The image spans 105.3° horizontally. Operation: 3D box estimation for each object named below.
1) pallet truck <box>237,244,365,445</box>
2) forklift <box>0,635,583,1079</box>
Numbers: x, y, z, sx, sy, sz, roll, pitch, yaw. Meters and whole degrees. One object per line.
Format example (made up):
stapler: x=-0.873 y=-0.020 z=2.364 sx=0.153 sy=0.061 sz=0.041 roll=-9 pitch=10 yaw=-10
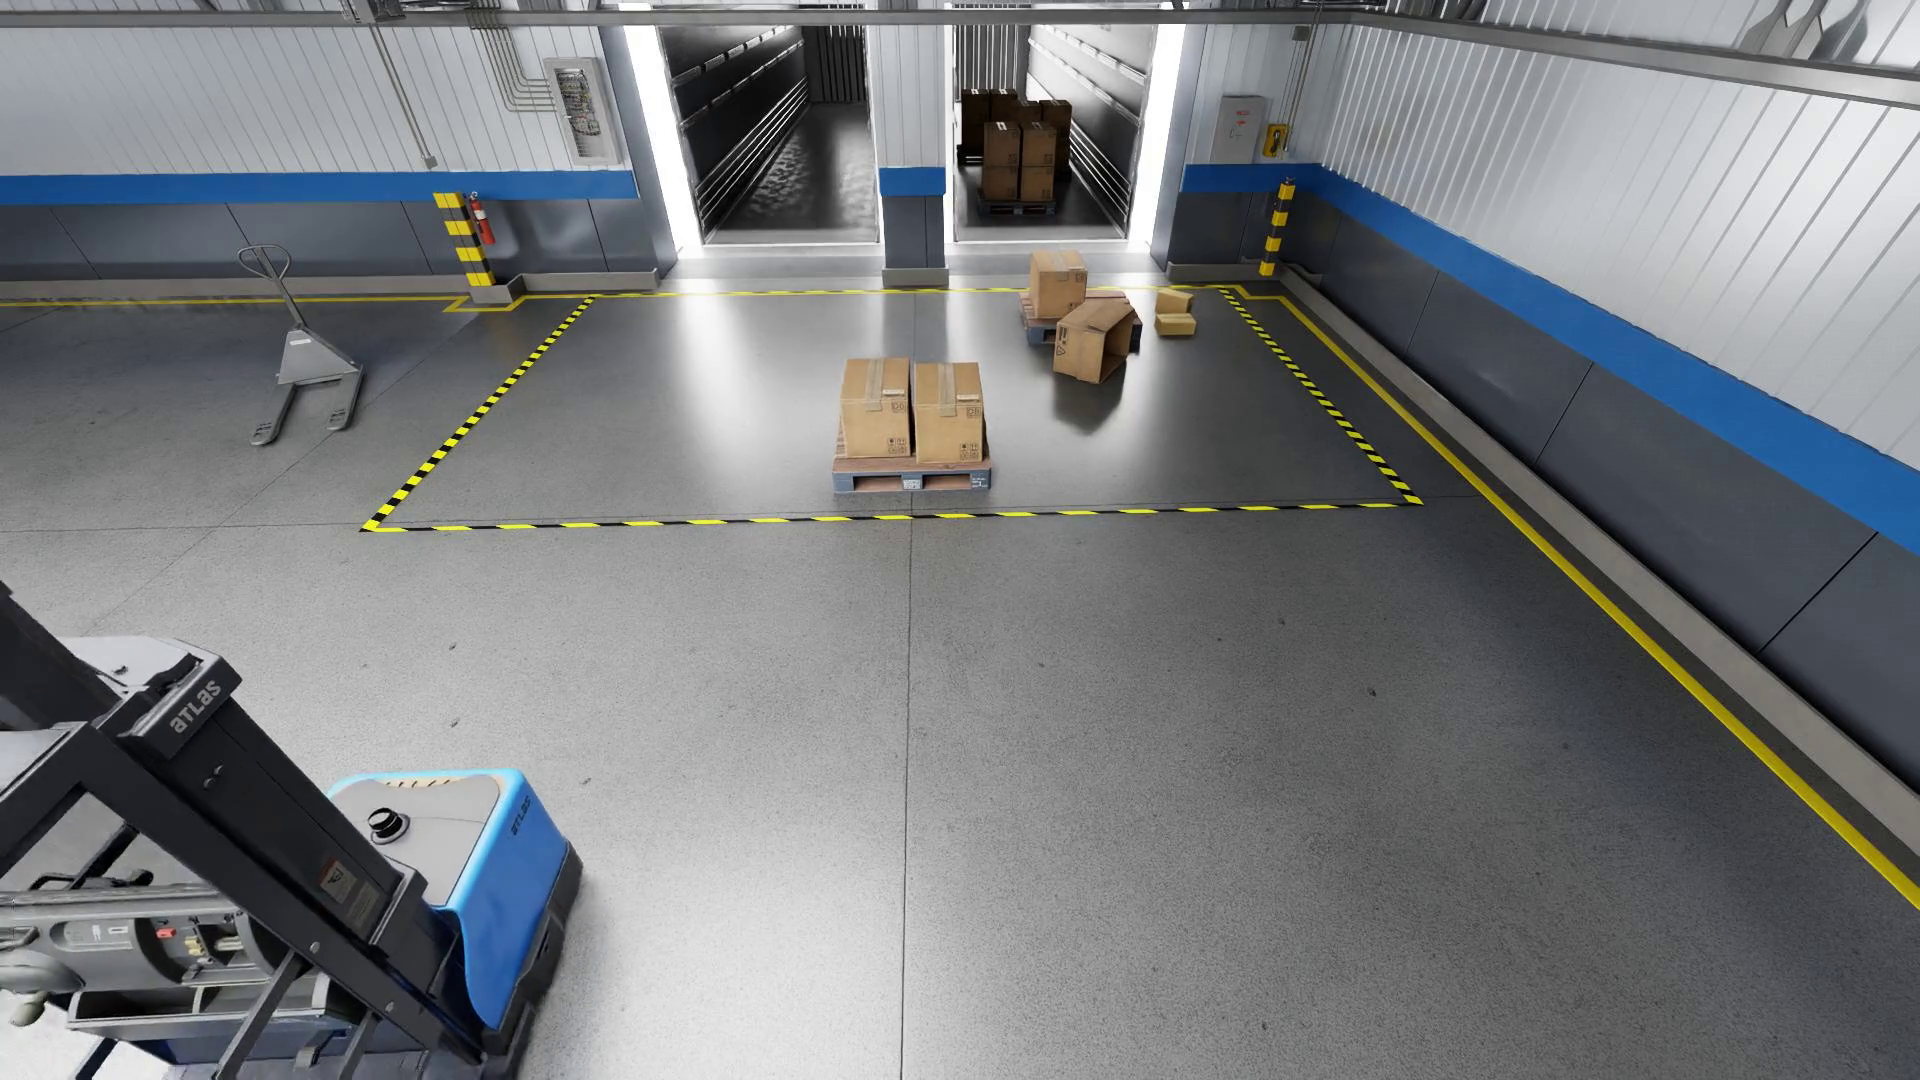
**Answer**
pallet truck: x=-5.915 y=-1.733 z=6.366 sx=0.680 sy=1.201 sz=1.601 roll=-18 pitch=42 yaw=-21
forklift: x=-2.015 y=0.959 z=2.329 sx=0.716 sy=2.013 sz=0.776 roll=-2 pitch=39 yaw=-2
